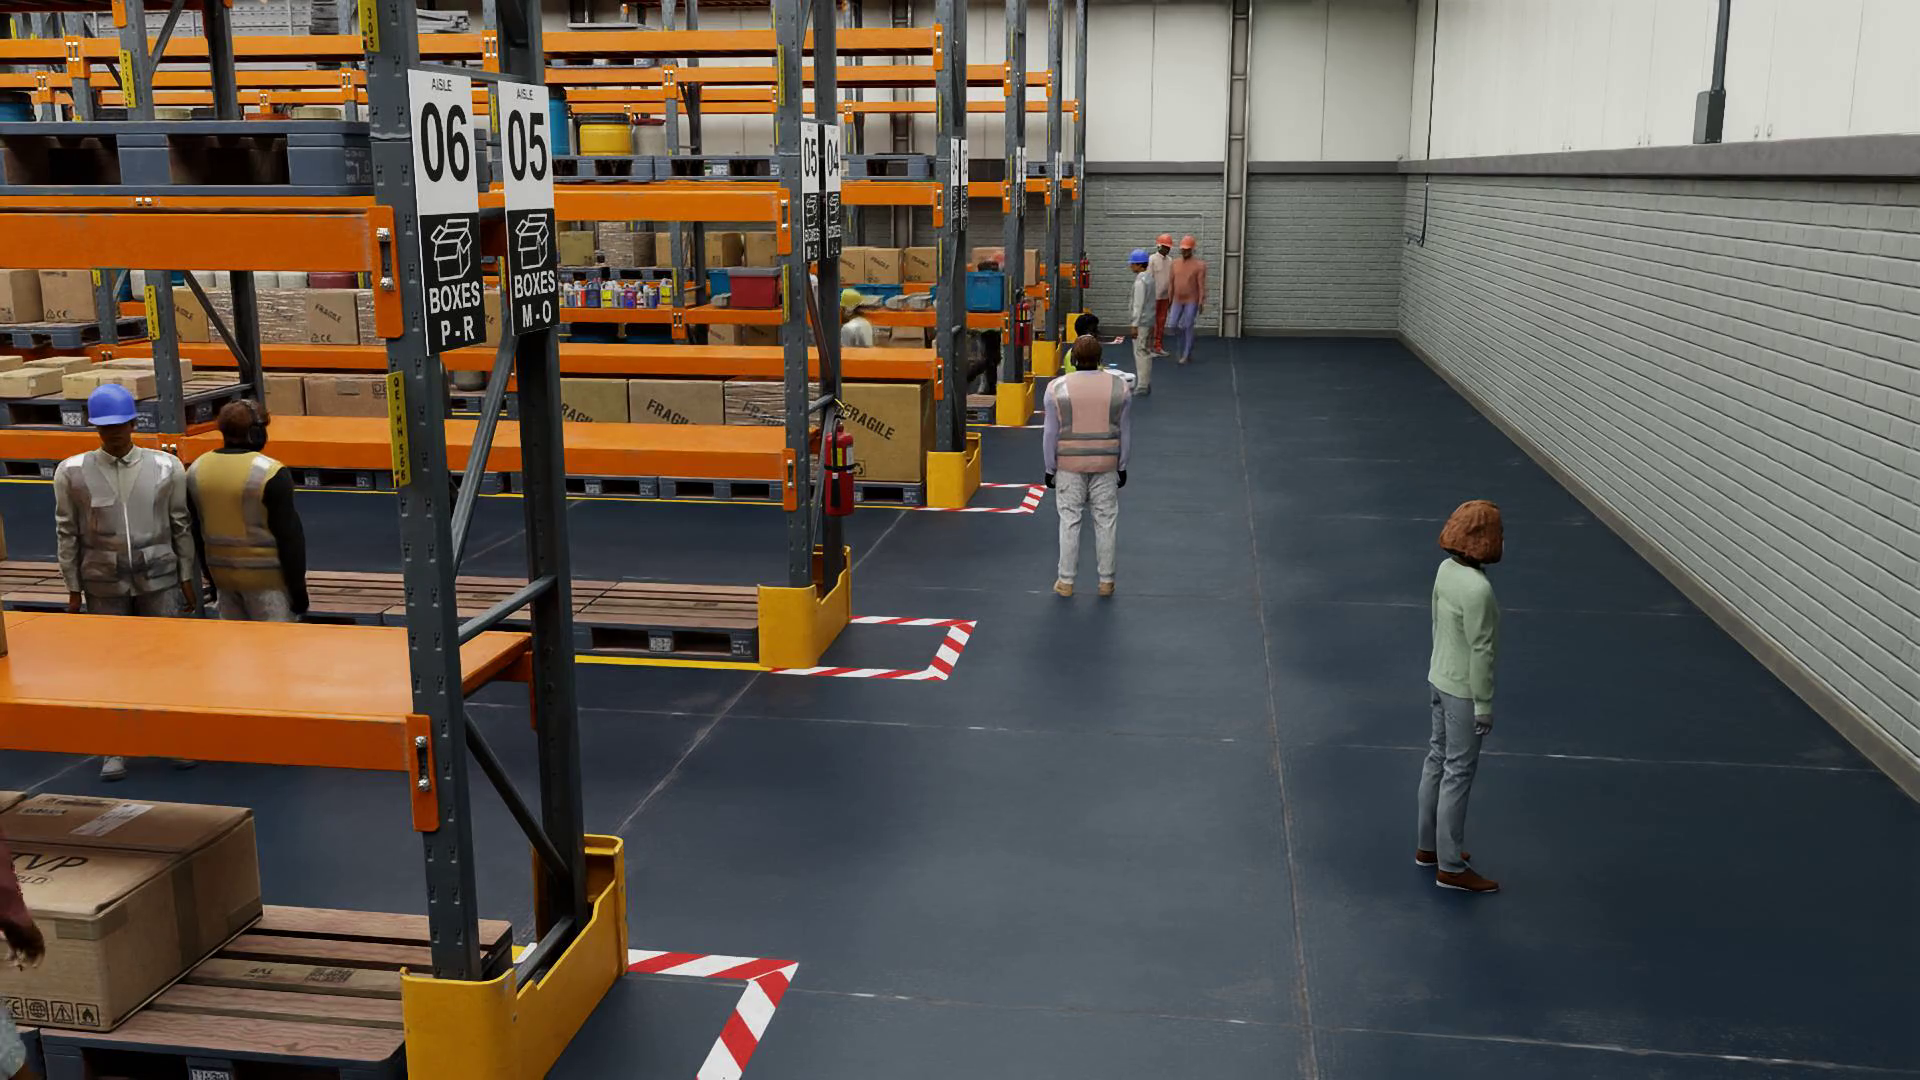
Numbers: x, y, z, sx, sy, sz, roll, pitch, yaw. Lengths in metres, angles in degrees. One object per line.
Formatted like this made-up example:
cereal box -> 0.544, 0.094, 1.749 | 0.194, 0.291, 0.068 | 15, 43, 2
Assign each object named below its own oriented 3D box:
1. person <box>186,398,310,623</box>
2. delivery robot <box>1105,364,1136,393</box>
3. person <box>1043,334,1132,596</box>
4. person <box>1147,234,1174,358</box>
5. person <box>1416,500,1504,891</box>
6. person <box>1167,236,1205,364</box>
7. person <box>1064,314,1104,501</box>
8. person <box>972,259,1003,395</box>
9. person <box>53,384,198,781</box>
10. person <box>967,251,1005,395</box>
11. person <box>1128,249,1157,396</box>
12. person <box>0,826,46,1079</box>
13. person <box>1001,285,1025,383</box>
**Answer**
person -> -3.554, 0.202, 8.418 | 0.633, 1.839, 0.429 | 4, 13, 19
delivery robot -> 1.929, -1.971, 20.938 | 0.477, 0.478, 0.707 | 8, 15, 31
person -> 0.881, -0.515, 11.651 | 0.627, 1.846, 0.429 | -1, 13, -6
person -> 3.222, -3.914, 26.706 | 0.598, 1.977, 0.434 | -10, 16, -39
person -> 2.100, 0.636, 6.928 | 0.281, 1.634, 0.498 | -1, 13, -3
person -> 3.478, -3.698, 25.706 | 0.655, 1.974, 0.473 | 8, 15, 32
person -> 1.130, -1.212, 15.118 | 0.316, 1.698, 0.541 | 7, 14, 30
person -> 0.363, -2.706, 21.553 | 0.430, 1.841, 0.624 | -6, 14, -24
person -> -4.079, 0.200, 8.182 | 0.605, 1.948, 0.391 | -7, 14, -29
person -> 0.330, -2.720, 21.348 | 0.747, 1.959, 0.633 | -3, 13, -15
person -> 2.419, -2.893, 22.178 | 0.407, 1.941, 0.611 | 4, 13, 18
person -> -2.729, 1.054, 4.263 | 1.032, 1.995, 0.626 | -2, 13, -9
person -> 0.623, -2.984, 22.849 | 0.596, 1.826, 0.403 | -11, 16, -40
